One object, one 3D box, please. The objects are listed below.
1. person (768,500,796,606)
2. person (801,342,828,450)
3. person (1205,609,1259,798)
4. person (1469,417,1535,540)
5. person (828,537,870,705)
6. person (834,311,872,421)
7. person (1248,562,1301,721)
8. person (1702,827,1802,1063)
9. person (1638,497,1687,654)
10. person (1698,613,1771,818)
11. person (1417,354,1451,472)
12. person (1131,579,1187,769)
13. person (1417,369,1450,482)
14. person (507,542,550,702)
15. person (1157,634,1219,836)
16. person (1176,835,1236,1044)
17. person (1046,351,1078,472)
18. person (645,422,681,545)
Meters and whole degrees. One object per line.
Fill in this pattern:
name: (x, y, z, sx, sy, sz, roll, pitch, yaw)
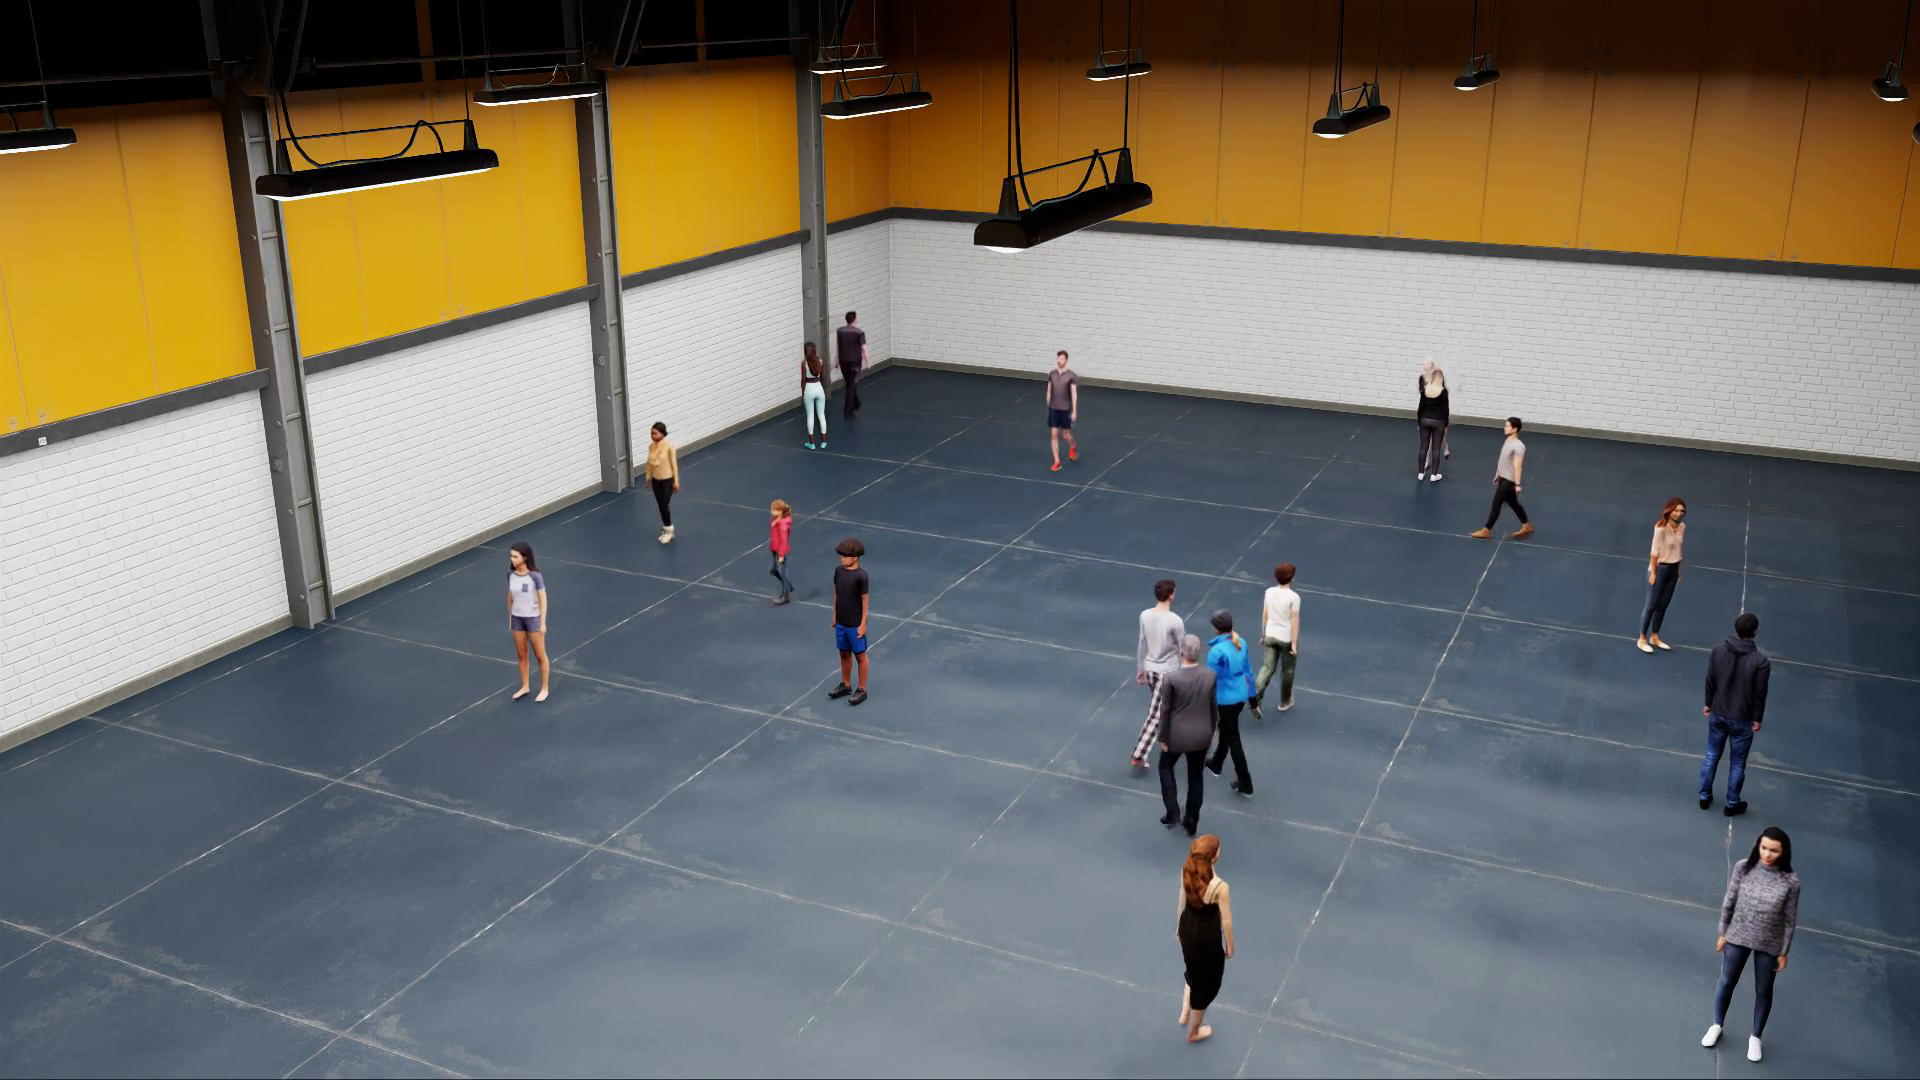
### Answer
person: (-2.101, 0.140, 19.989, 0.675, 1.308, 0.623, -11, 21, -29)
person: (-2.345, -2.322, 26.646, 0.646, 1.726, 0.711, -7, 20, -21)
person: (2.525, 1.523, 15.156, 1.051, 1.771, 1.031, -12, 22, -31)
person: (7.413, -0.796, 22.189, 0.982, 1.679, 1.155, 1, 19, 1)
person: (-1.122, 0.811, 17.239, 0.659, 1.792, 0.637, 15, 24, 37)
person: (-1.911, -2.959, 28.397, 0.759, 1.816, 1.012, 9, 21, 26)
person: (3.192, 1.042, 16.804, 0.721, 1.631, 1.110, 13, 23, 34)
person: (5.518, 2.766, 11.528, 0.647, 1.732, 0.577, 13, 22, 33)
person: (7.844, 0.365, 18.567, 0.664, 1.789, 0.728, -7, 20, -19)
person: (6.907, 1.553, 14.876, 0.737, 1.895, 0.687, 17, 25, 41)
person: (7.238, -1.944, 25.400, 0.858, 1.804, 1.023, 17, 25, 41)
person: (1.864, 1.307, 15.749, 0.915, 1.803, 1.251, 17, 25, 42)
person: (7.079, -1.729, 24.949, 0.638, 1.685, 0.565, 11, 22, 30)
person: (-4.488, 0.832, 17.272, 0.602, 1.731, 0.533, 6, 20, 17)
person: (2.010, 1.727, 14.467, 0.854, 1.824, 0.866, -2, 19, -7)
person: (1.624, 2.806, 11.601, 0.710, 1.610, 0.683, -16, 24, -39)
person: (1.582, -2.002, 25.523, 0.649, 1.836, 0.963, 9, 21, 25)
person: (-3.917, -0.788, 22.213, 0.617, 1.648, 0.608, 9, 21, 26)
